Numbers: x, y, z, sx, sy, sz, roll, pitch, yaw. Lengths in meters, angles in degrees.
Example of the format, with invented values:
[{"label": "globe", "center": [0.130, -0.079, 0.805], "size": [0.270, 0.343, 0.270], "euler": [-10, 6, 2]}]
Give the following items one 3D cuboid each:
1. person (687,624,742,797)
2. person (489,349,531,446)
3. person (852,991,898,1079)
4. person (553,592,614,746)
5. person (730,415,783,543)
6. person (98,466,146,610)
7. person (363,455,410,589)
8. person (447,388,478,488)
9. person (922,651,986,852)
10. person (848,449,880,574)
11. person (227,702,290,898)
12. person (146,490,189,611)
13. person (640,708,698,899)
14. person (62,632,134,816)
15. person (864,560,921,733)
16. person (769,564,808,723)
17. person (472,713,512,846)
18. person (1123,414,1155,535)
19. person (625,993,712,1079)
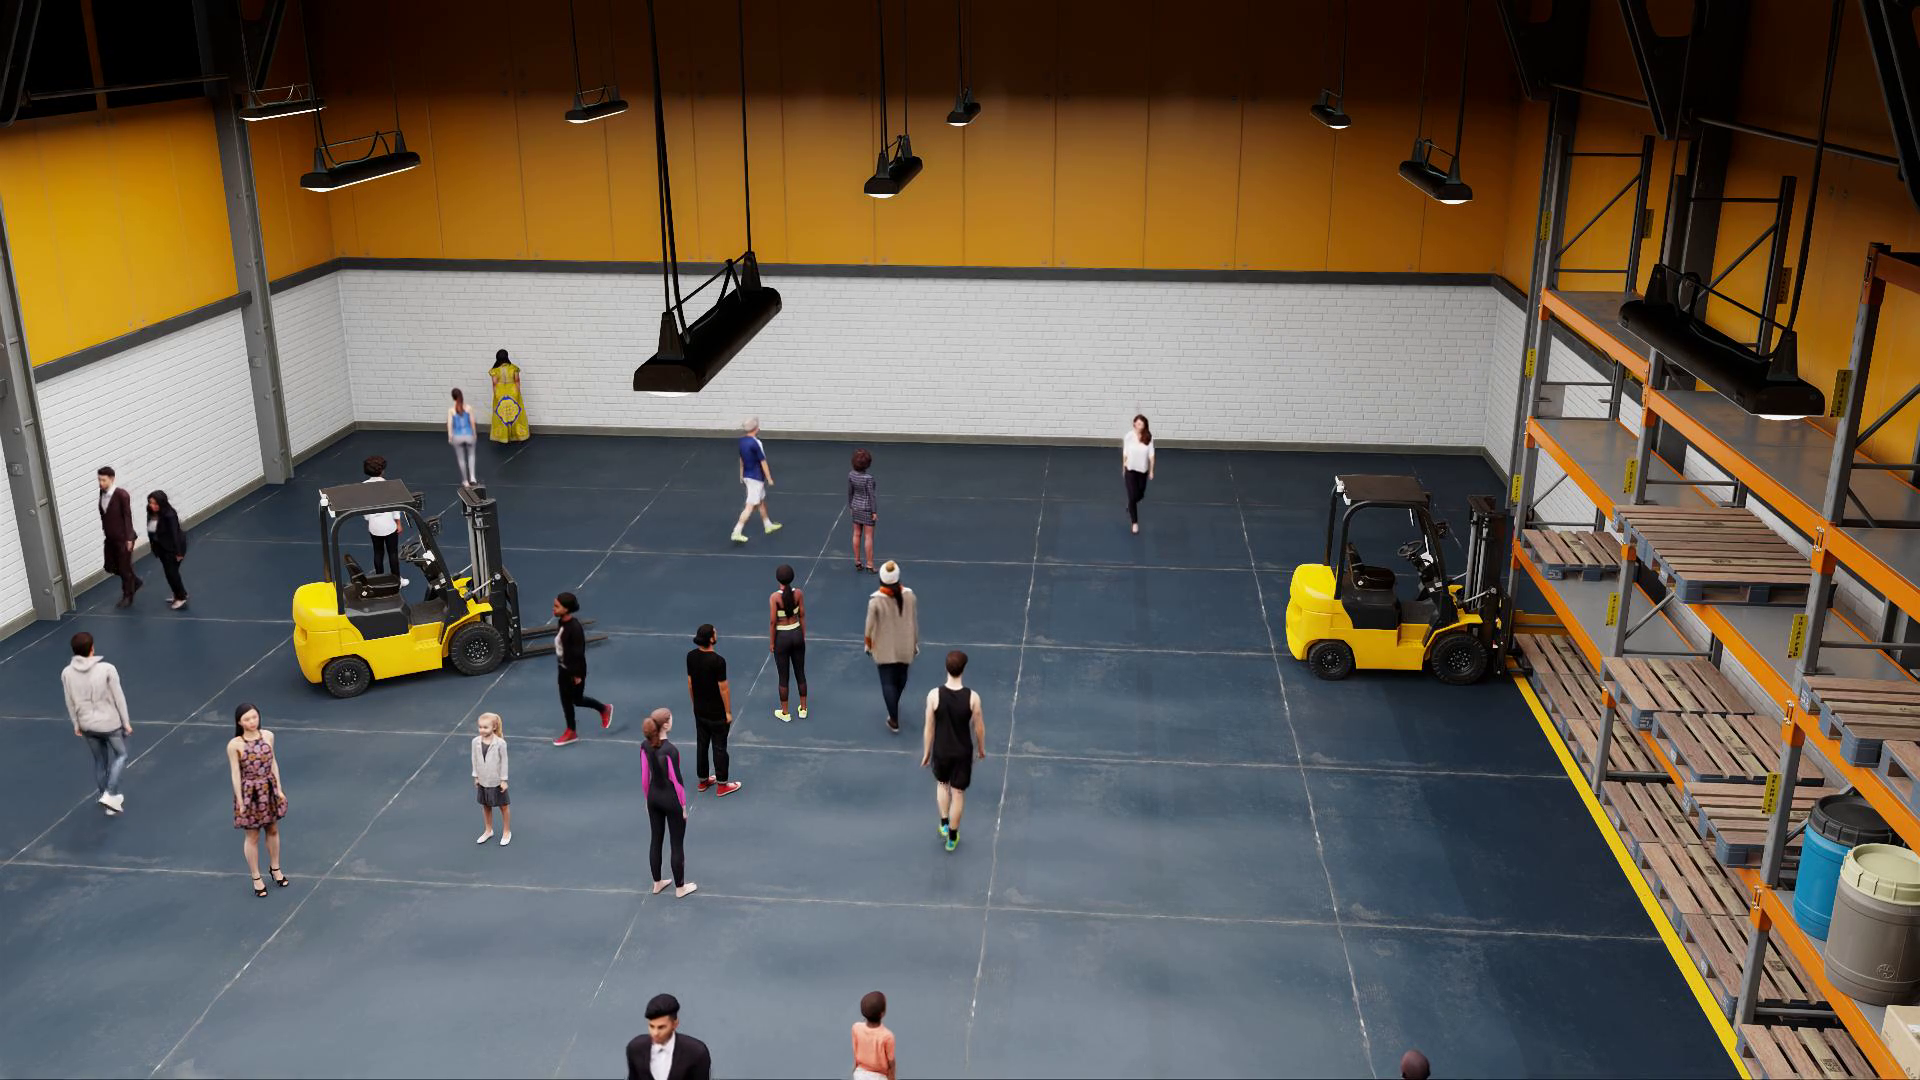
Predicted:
[{"label": "person", "center": [-2.432, 1.644, 16.225], "size": [0.716, 1.758, 0.720], "euler": [11, 21, 29]}, {"label": "person", "center": [-7.797, -2.472, 28.603], "size": [0.992, 1.660, 0.994], "euler": [-9, 20, -24]}, {"label": "person", "center": [-0.595, 3.619, 11.079], "size": [0.603, 1.300, 0.728], "euler": [8, 20, 24]}, {"label": "person", "center": [-3.972, 1.322, 17.331], "size": [1.006, 1.663, 0.921], "euler": [-17, 25, -41]}, {"label": "person", "center": [-2.973, -0.830, 23.509], "size": [1.203, 1.799, 1.162], "euler": [-14, 23, -36]}, {"label": "person", "center": [-10.642, -0.068, 21.165], "size": [0.840, 1.850, 0.906], "euler": [8, 20, 22]}, {"label": "person", "center": [-7.538, -0.230, 21.710], "size": [0.621, 1.810, 0.559], "euler": [2, 19, 6]}, {"label": "person", "center": [-7.761, -1.576, 26.029], "size": [0.691, 1.604, 0.726], "euler": [-9, 21, -25]}, {"label": "person", "center": [-0.074, 1.959, 15.113], "size": [0.706, 1.872, 0.712], "euler": [1, 19, 4]}, {"label": "person", "center": [-1.304, -0.380, 22.329], "size": [0.700, 1.700, 0.725], "euler": [15, 24, 37]}, {"label": "person", "center": [-6.087, 2.238, 14.439], "size": [0.859, 1.774, 0.782], "euler": [14, 23, 36]}, {"label": "person", "center": [-9.958, 0.108, 21.063], "size": [0.817, 1.581, 0.834], "euler": [12, 22, 33]}, {"label": "person", "center": [-2.552, 2.266, 14.393], "size": [0.636, 1.749, 0.652], "euler": [8, 20, 24]}, {"label": "person", "center": [-8.150, 1.781, 15.693], "size": [0.789, 1.840, 0.896], "euler": [-2, 19, -7]}, {"label": "person", "center": [-0.692, 1.134, 17.591], "size": [0.975, 1.854, 1.188], "euler": [-6, 19, -16]}, {"label": "person", "center": [-1.834, 1.096, 17.858], "size": [0.638, 1.754, 0.655], "euler": [-9, 20, -24]}, {"label": "person", "center": [-4.325, 2.190, 15.361], "size": [0.516, 1.276, 0.530], "euler": [3, 19, 10]}, {"label": "person", "center": [2.516, -0.987, 24.041], "size": [0.718, 1.757, 1.061], "euler": [-1, 19, -3]}, {"label": "person", "center": [-1.753, 3.625, 10.321], "size": [0.768, 1.772, 0.960], "euler": [4, 19, 12]}]
